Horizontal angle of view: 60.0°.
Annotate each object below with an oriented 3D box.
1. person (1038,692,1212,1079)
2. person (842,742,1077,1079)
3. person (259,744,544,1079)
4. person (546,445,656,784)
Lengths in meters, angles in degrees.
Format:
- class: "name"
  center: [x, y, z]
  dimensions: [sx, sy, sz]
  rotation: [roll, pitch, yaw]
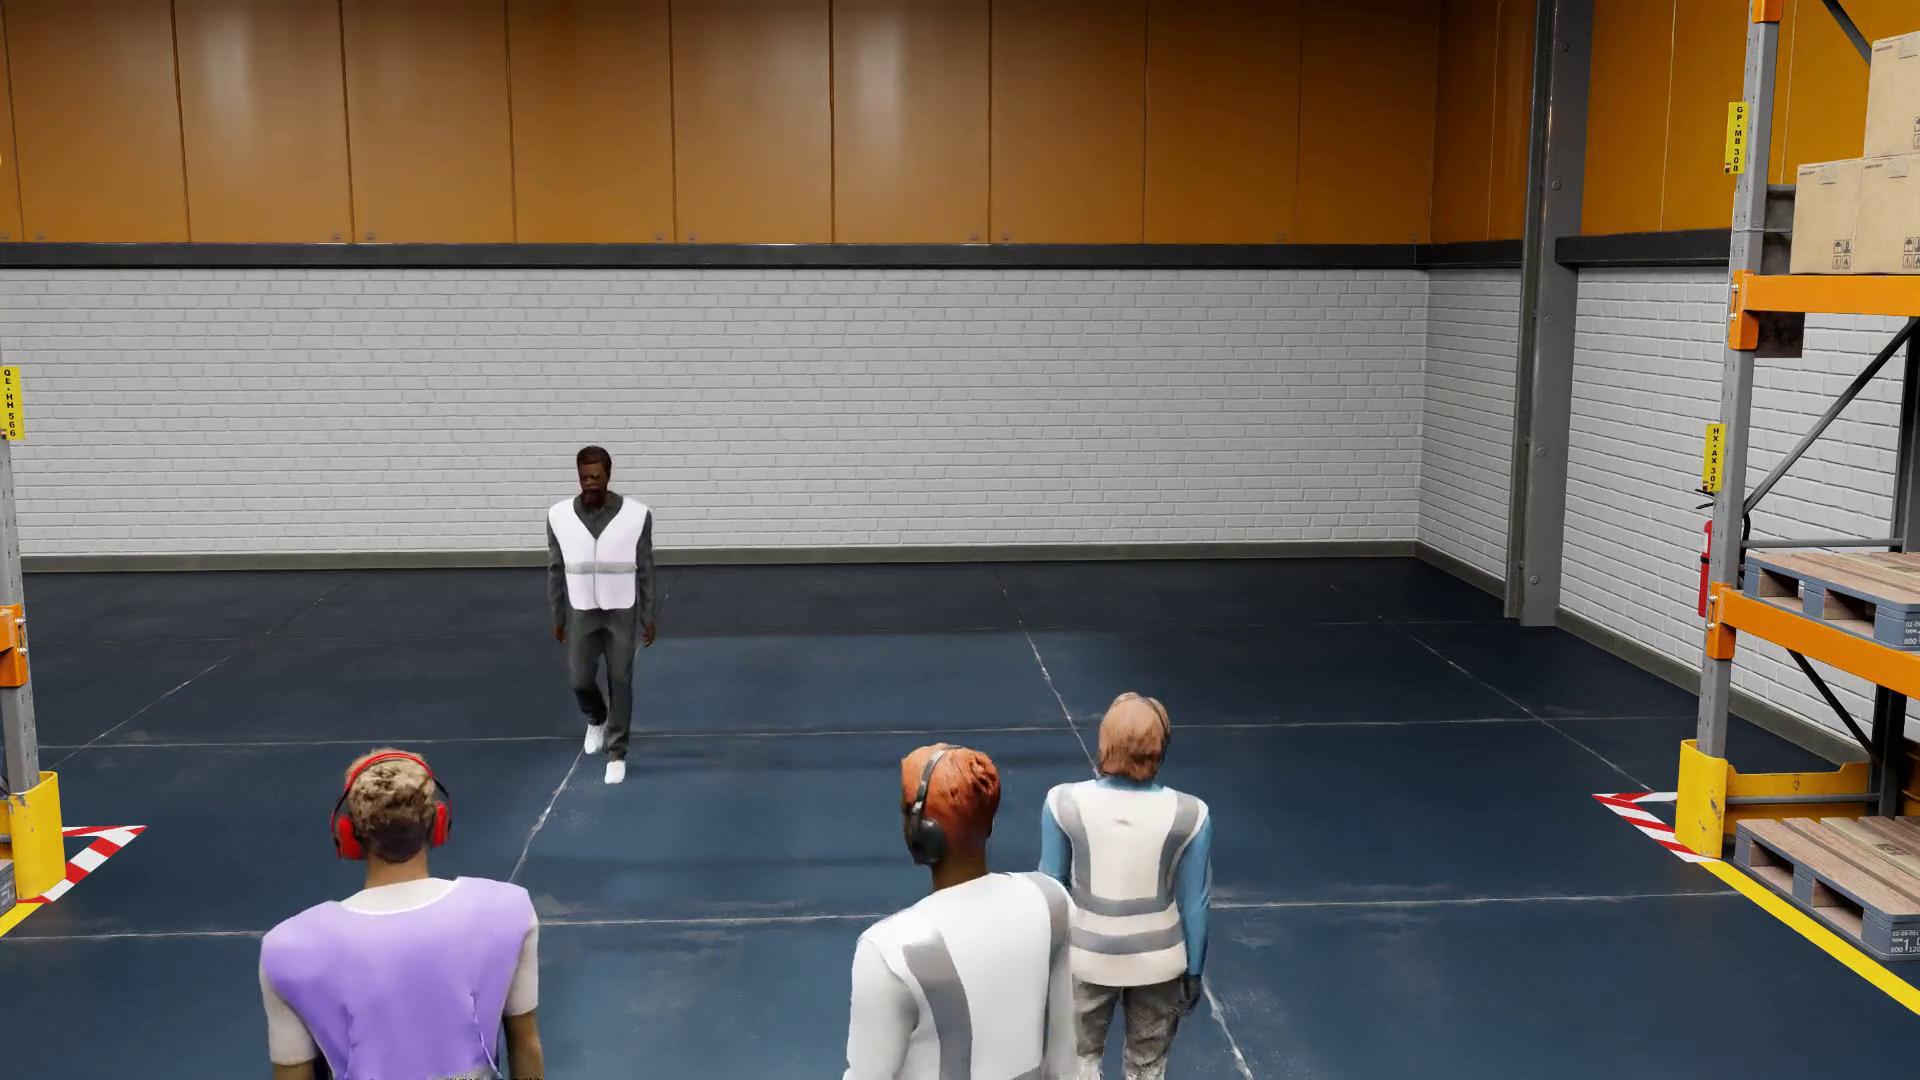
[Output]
- class: "person"
  center: [0.476, 1.257, 4.873]
  dimensions: [0.524, 1.620, 0.454]
  rotation: [1, 9, 5]
- class: "person"
  center: [-0.002, 1.350, 3.539]
  dimensions: [0.438, 1.871, 0.583]
  rotation: [8, 12, 42]
- class: "person"
  center: [-1.170, 1.356, 3.559]
  dimensions: [0.571, 1.846, 0.392]
  rotation: [-5, 10, -28]
- class: "person"
  center: [-2.011, 0.397, 9.416]
  dimensions: [0.603, 1.905, 0.544]
  rotation: [-1, 9, -3]
